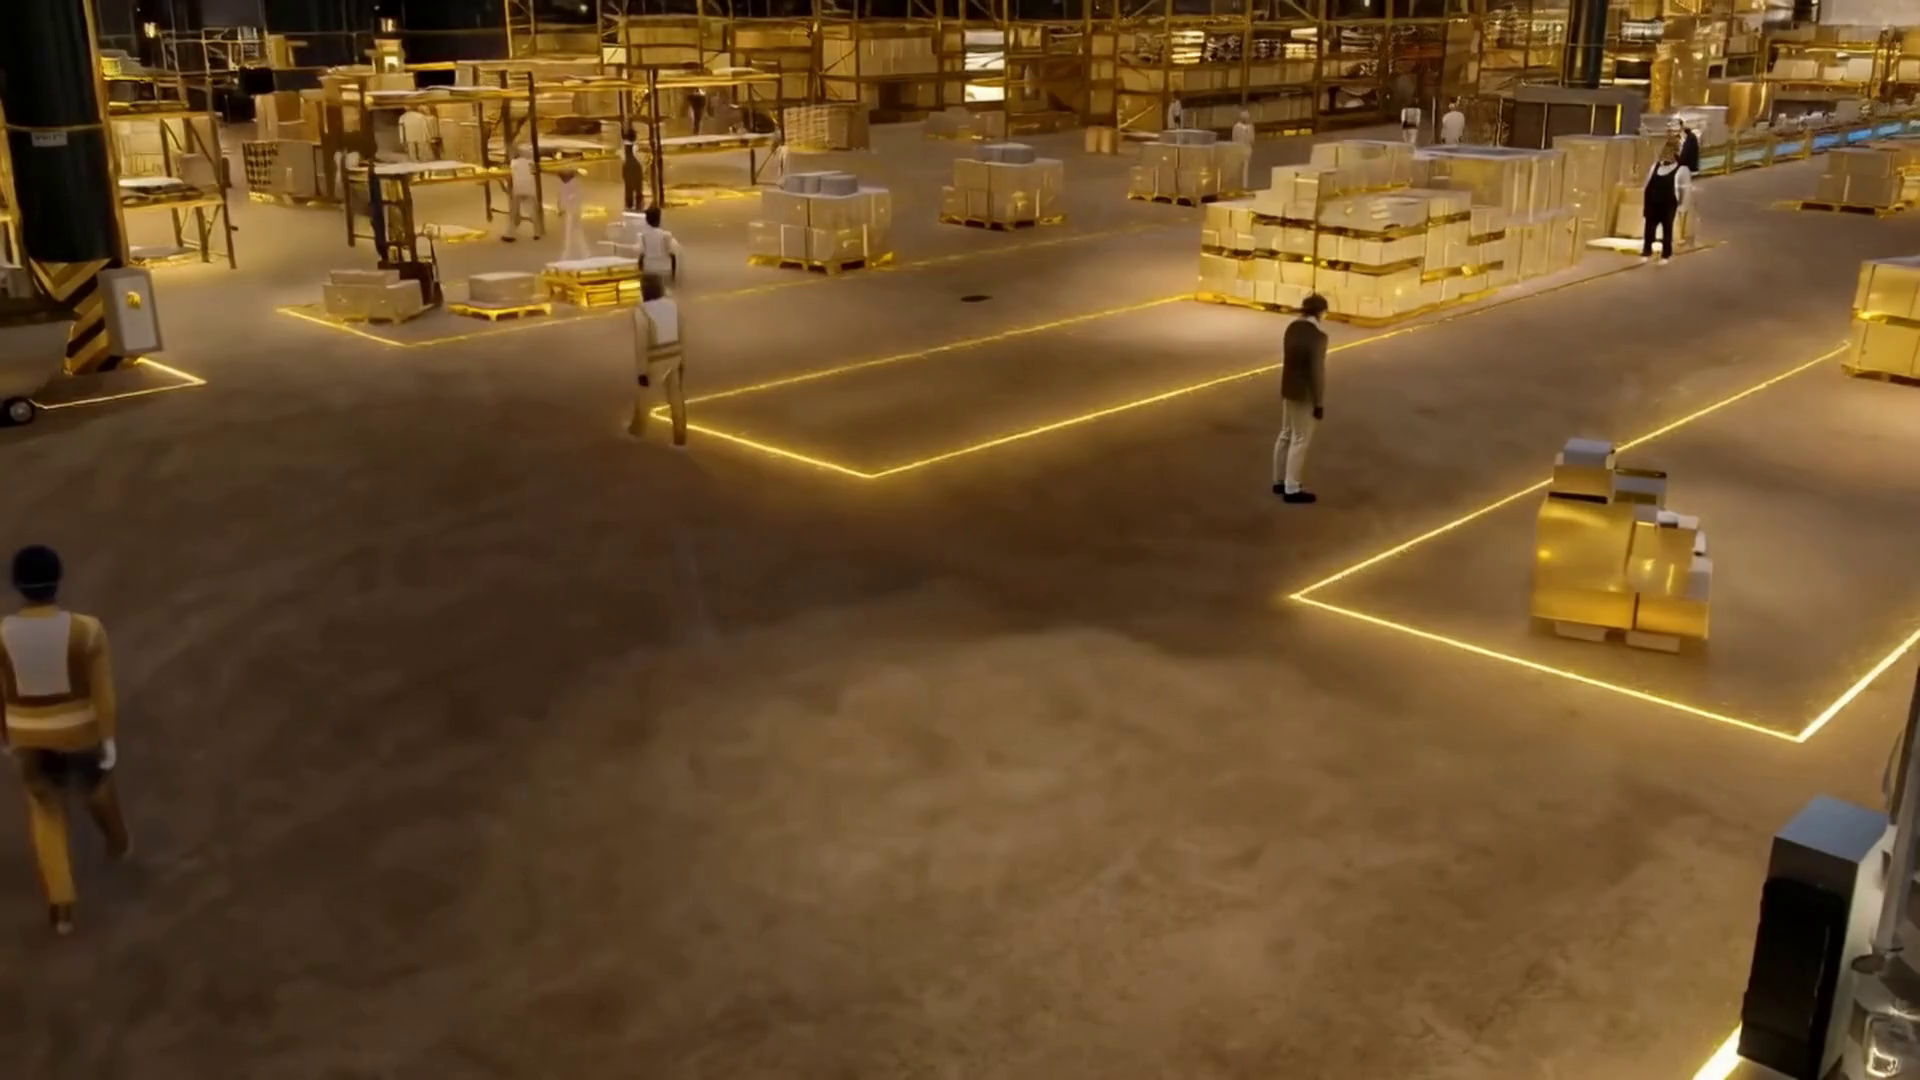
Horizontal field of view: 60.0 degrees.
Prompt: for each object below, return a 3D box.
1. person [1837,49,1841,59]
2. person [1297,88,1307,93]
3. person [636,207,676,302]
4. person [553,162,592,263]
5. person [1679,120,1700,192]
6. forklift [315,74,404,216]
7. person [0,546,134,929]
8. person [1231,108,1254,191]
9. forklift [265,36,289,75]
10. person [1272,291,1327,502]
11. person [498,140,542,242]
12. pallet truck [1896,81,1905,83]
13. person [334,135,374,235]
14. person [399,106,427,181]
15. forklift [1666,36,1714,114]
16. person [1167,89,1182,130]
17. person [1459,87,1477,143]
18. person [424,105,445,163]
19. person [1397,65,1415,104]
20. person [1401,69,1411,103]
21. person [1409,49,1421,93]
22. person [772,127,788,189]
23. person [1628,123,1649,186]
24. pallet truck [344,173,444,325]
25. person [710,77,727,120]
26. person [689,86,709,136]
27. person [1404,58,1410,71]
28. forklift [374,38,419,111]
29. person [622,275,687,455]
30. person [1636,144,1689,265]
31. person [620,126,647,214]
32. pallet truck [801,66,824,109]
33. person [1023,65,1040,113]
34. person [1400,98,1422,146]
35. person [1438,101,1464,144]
[{"bbox_3d":[41.205,-22.276,78.305,0.414,1.985,0.611,13,22,34],"label":"person"},{"bbox_3d":[15.183,-20.807,74.136,0.640,1.818,0.595,-16,24,-39],"label":"person"},{"bbox_3d":[-4.143,-3.687,22.737,0.540,1.695,0.317,0,18,1],"label":"person"},{"bbox_3d":[-6.692,-5.659,28.676,0.488,1.701,0.888,13,22,34],"label":"person"},{"bbox_3d":[14.765,-7.517,33.812,0.387,1.996,0.611,7,19,19],"label":"person"},{"bbox_3d":[-12.659,-8.279,34.724,1.873,2.768,1.129,17,25,41],"label":"forklift"},{"bbox_3d":[-4.611,0.938,8.504,0.618,1.881,1.035,-6,19,-17],"label":"person"},{"bbox_3d":[6.487,-8.996,38.408,0.549,1.920,0.720,-4,19,-12],"label":"person"},{"bbox_3d":[-25.671,-17.576,62.735,1.129,2.768,1.873,17,25,41],"label":"forklift"},{"bbox_3d":[3.137,-1.317,15.256,0.387,1.927,0.645,-4,19,-13],"label":"person"},{"bbox_3d":[-8.139,-6.416,30.677,0.628,1.869,0.949,14,23,37],"label":"person"},{"bbox_3d":[34.802,-16.331,61.455,0.653,1.274,1.630,17,25,41],"label":"pallet truck"},{"bbox_3d":[-11.495,-6.733,31.599,0.631,1.892,0.758,6,19,18],"label":"person"},{"bbox_3d":[-13.270,-9.685,40.435,0.628,1.940,0.373,-9,20,-25],"label":"person"},{"bbox_3d":[27.341,-17.291,61.877,1.129,2.768,1.873,17,25,41],"label":"forklift"},{"bbox_3d":[5.776,-11.108,44.675,0.374,1.966,0.607,-6,19,-17],"label":"person"},{"bbox_3d":[15.532,-13.038,50.992,0.545,1.643,0.887,5,19,15],"label":"person"},{"bbox_3d":[-12.977,-9.788,40.930,1.015,1.828,0.587,10,21,27],"label":"person"},{"bbox_3d":[16.454,-16.558,61.305,1.015,1.846,0.746,15,23,38],"label":"person"},{"bbox_3d":[17.111,-17.276,63.848,0.503,1.591,0.841,17,25,41],"label":"person"},{"bbox_3d":[20.599,-21.183,75.134,0.954,1.895,0.633,-17,25,-42],"label":"person"},{"bbox_3d":[-3.626,-7.391,33.638,0.310,1.864,0.534,-3,19,-8],"label":"person"},{"bbox_3d":[14.688,-8.138,36.042,0.314,1.769,0.525,13,22,34],"label":"person"},{"bbox_3d":[-8.209,-4.181,23.757,0.823,1.965,1.885,3,19,9],"label":"pallet truck"},{"bbox_3d":[-8.667,-15.907,59.677,0.643,1.616,0.523,-4,19,-13],"label":"person"},{"bbox_3d":[-7.621,-12.416,48.813,0.524,1.832,0.930,-11,21,-29],"label":"person"},{"bbox_3d":[21.155,-22.189,78.593,0.508,1.629,0.314,-16,24,-40],"label":"person"},{"bbox_3d":[-20.410,-16.608,59.819,1.129,2.768,1.873,1,18,3],"label":"forklift"},{"bbox_3d":[-3.097,-1.795,16.883,0.951,1.791,0.647,17,25,42],"label":"person"},{"bbox_3d":[11.934,-5.709,28.293,0.536,2.000,0.688,-17,25,-41],"label":"person"},{"bbox_3d":[-6.672,-7.518,34.050,0.507,1.847,0.344,1,18,4],"label":"person"},{"bbox_3d":[-4.812,-15.182,56.903,0.823,1.965,1.885,-9,21,-26],"label":"pallet truck"},{"bbox_3d":[2.588,-16.336,60.553,0.863,1.894,0.597,-15,23,-37],"label":"person"},{"bbox_3d":[12.324,-11.248,45.534,0.563,1.667,0.481,4,19,13],"label":"person"},{"bbox_3d":[12.572,-10.335,42.637,0.613,1.784,0.924,-5,19,-14],"label":"person"}]
